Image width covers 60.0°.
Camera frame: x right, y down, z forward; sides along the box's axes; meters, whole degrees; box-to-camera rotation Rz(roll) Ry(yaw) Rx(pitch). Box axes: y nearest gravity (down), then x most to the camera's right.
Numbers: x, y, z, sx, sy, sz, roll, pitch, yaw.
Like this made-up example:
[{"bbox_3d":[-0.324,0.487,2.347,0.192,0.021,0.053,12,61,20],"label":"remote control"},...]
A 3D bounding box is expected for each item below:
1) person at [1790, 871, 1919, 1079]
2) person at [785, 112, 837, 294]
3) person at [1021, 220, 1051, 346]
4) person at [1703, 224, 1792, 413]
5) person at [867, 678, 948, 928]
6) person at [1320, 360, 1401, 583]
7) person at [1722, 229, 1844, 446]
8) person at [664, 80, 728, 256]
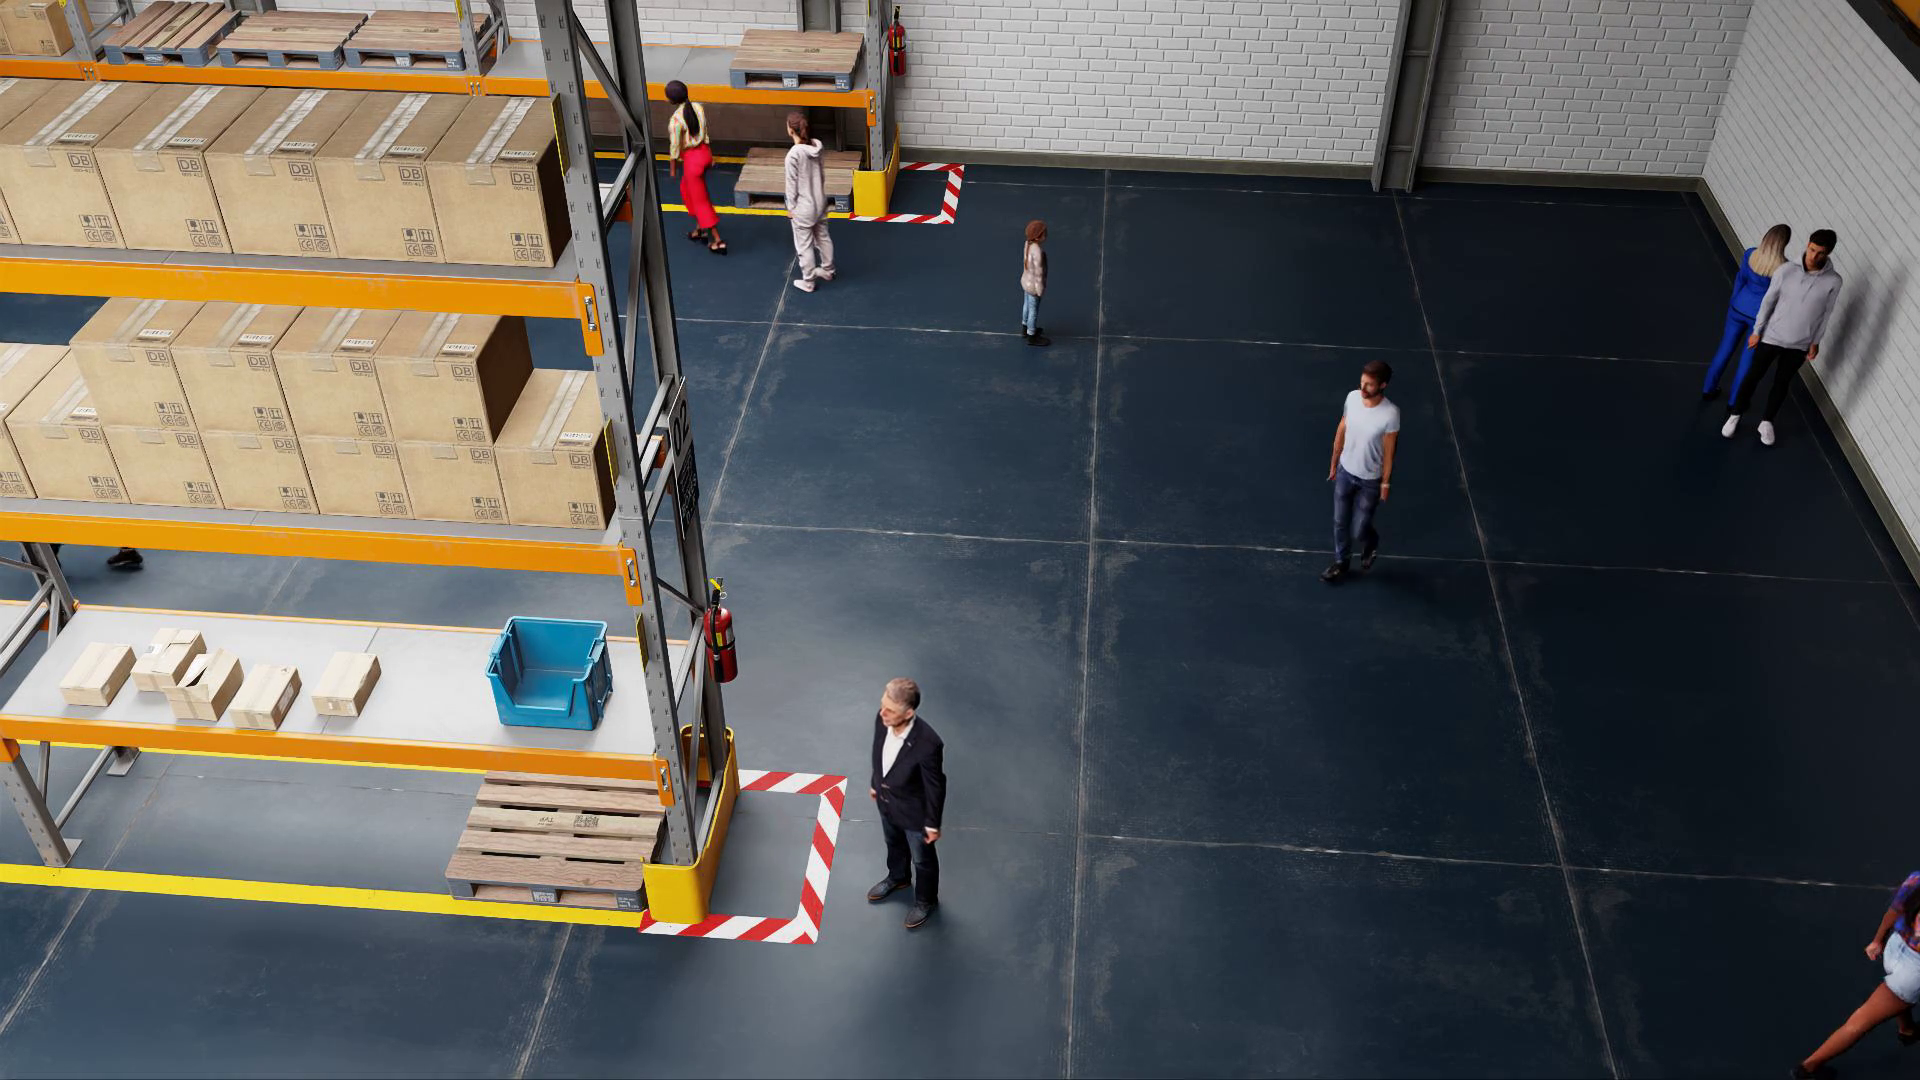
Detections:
[{"bbox_3d":[4.826,2.262,8.642,1.242,1.690,0.835,-7,39,-8],"label":"person"},{"bbox_3d":[-1.391,-3.117,15.388,0.775,1.677,0.742,27,46,29],"label":"person"},{"bbox_3d":[0.653,-2.296,14.747,0.545,1.194,0.543,-9,40,-12],"label":"person"},{"bbox_3d":[6.560,-1.851,13.783,0.756,1.702,0.710,-24,45,-27],"label":"person"},{"bbox_3d":[-0.303,1.477,9.526,0.843,1.815,0.761,-32,48,-33],"label":"person"},{"bbox_3d":[2.939,-0.505,11.978,0.852,1.851,0.907,31,48,33],"label":"person"},{"bbox_3d":[6.638,-1.651,13.353,0.598,1.926,0.796,12,40,15],"label":"person"},{"bbox_3d":[-2.443,-3.507,15.817,0.851,1.751,0.750,27,46,29],"label":"person"}]
